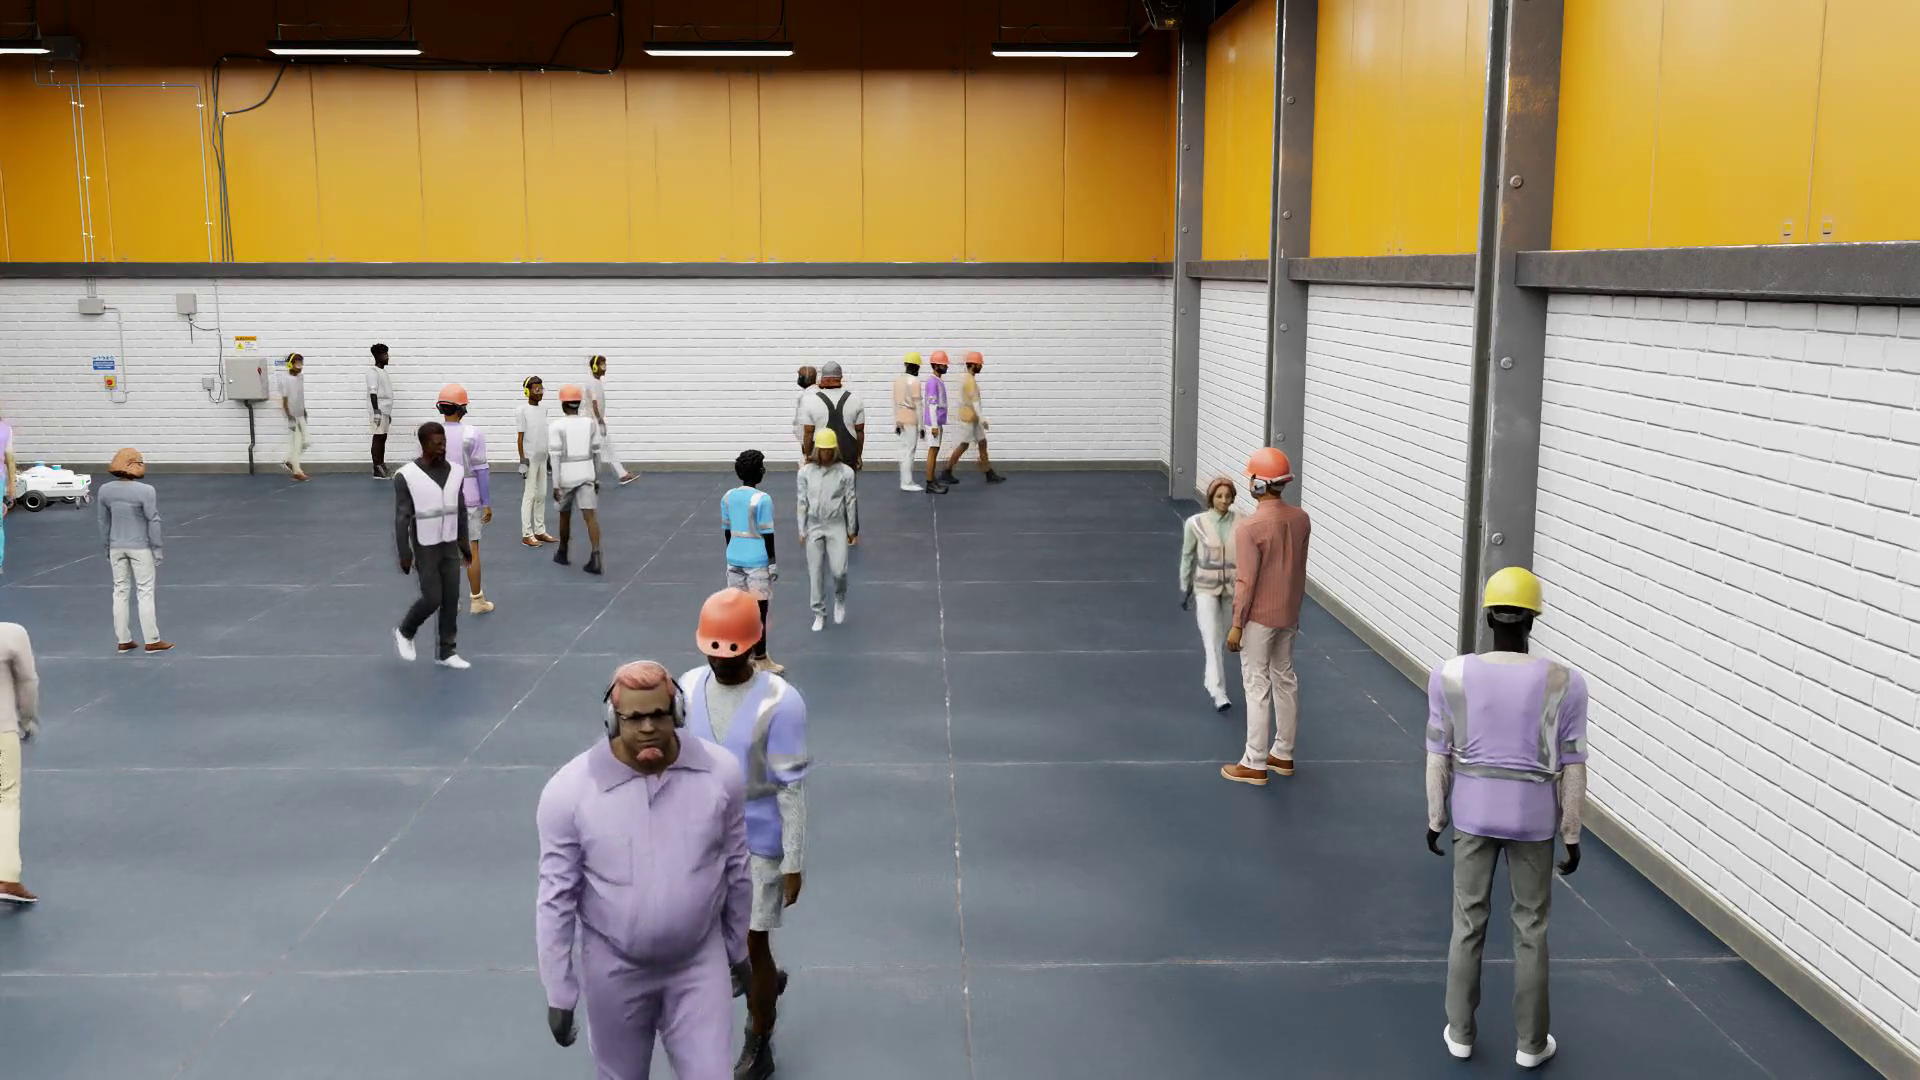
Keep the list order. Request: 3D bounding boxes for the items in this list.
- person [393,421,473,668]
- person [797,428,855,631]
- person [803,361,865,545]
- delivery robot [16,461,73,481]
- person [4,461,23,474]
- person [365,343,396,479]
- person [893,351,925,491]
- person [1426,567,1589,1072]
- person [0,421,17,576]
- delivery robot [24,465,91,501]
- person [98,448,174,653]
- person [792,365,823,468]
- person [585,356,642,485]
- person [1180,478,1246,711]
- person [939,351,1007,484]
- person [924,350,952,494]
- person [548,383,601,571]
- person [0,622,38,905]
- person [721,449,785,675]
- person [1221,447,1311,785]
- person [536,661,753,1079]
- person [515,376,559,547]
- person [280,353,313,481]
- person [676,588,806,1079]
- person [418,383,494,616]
[{"bbox_3d":[-4.017,0.041,12.614,0.505,1.905,0.598,6,11,32],"label":"person"},{"bbox_3d":[-1.119,-0.084,13.905,0.480,1.731,0.412,1,9,3],"label":"person"},{"bbox_3d":[-1.401,-0.954,18.274,0.684,2.000,0.535,-2,10,-13],"label":"person"},{"bbox_3d":[-11.820,-0.768,21.389,0.477,0.478,0.707,6,11,35],"label":"delivery robot"},{"bbox_3d":[-13.055,-1.450,22.408,0.538,1.683,0.546,6,11,34],"label":"person"},{"bbox_3d":[-8.394,-1.869,24.110,0.369,1.967,0.601,0,9,-3],"label":"person"},{"bbox_3d":[-0.678,-1.627,22.764,0.380,1.924,0.596,-6,11,-31],"label":"person"},{"bbox_3d":[2.066,1.056,6.326,0.584,1.918,0.383,4,10,23],"label":"person"},{"bbox_3d":[-9.646,-0.548,16.421,0.599,1.830,0.440,-6,11,-32],"label":"person"},{"bbox_3d":[-11.381,-0.702,20.986,0.707,0.478,0.477,-2,9,-13],"label":"delivery robot"},{"bbox_3d":[-6.542,0.084,13.153,0.501,1.632,0.287,1,9,9],"label":"person"},{"bbox_3d":[-1.886,-1.268,20.828,0.432,1.832,0.644,2,9,11],"label":"person"},{"bbox_3d":[-4.956,-1.637,23.124,0.959,1.818,0.561,0,9,2],"label":"person"},{"bbox_3d":[1.818,0.363,11.538,0.538,1.586,0.848,-1,9,-8],"label":"person"},{"bbox_3d":[0.147,-1.719,23.445,0.954,1.893,0.555,0,9,2],"label":"person"},{"bbox_3d":[-0.296,-1.598,22.535,0.378,1.936,0.548,1,9,6],"label":"person"},{"bbox_3d":[-3.873,-0.633,16.783,0.559,1.890,1.014,-6,11,-33],"label":"person"},{"bbox_3d":[-4.722,0.952,7.984,0.519,1.585,0.774,-4,10,-24],"label":"person"},{"bbox_3d":[-1.558,0.169,12.440,0.529,1.697,0.321,8,12,41],"label":"person"},{"bbox_3d":[1.810,0.445,9.827,0.611,1.997,0.375,-8,12,-41],"label":"person"},{"bbox_3d":[-0.901,1.300,4.946,0.669,1.878,0.796,-3,10,-19],"label":"person"},{"bbox_3d":[-4.653,-0.870,18.284,0.314,1.869,0.535,4,10,23],"label":"person"},{"bbox_3d":[-9.493,-1.749,23.769,0.457,1.833,0.560,3,10,16],"label":"person"},{"bbox_3d":[-0.800,1.090,6.160,0.586,1.905,0.546,4,10,23],"label":"person"},{"bbox_3d":[-4.394,-0.349,14.550,0.605,2.045,0.378,1,9,4],"label":"person"}]
